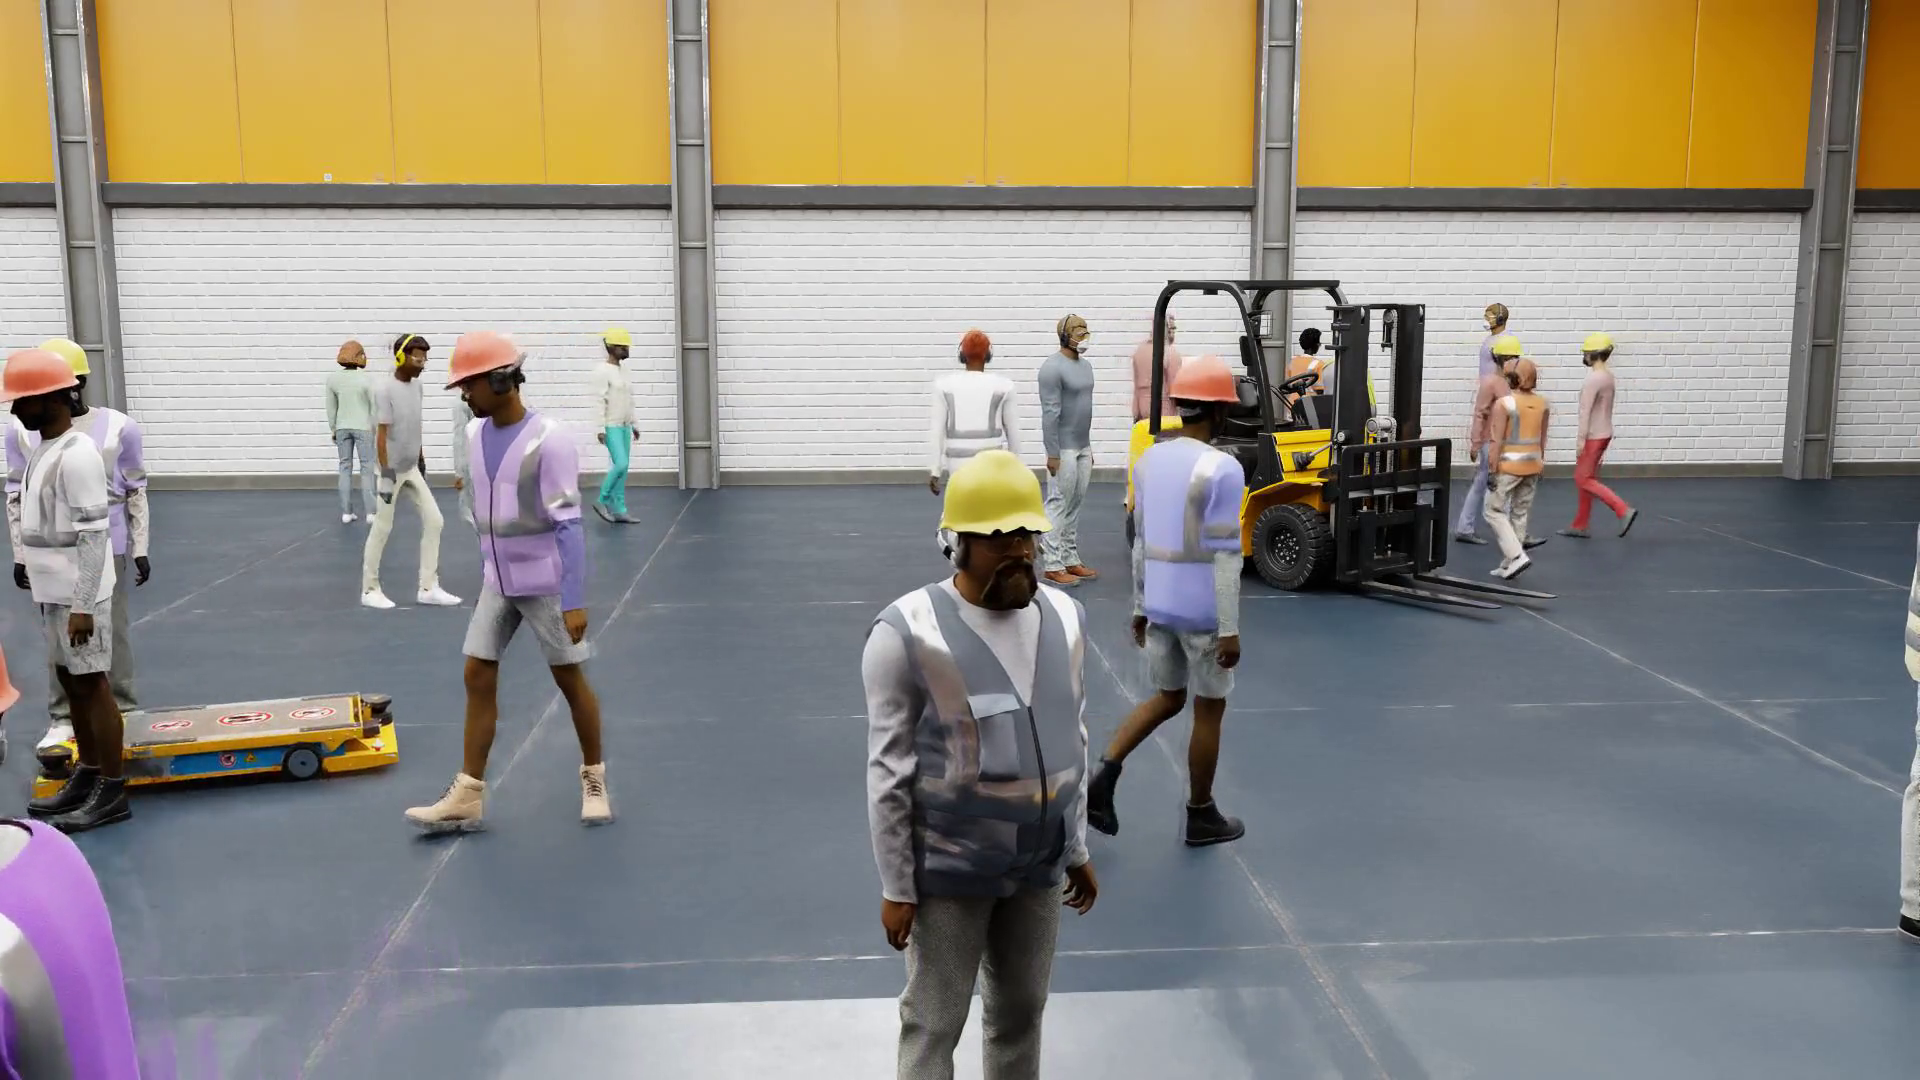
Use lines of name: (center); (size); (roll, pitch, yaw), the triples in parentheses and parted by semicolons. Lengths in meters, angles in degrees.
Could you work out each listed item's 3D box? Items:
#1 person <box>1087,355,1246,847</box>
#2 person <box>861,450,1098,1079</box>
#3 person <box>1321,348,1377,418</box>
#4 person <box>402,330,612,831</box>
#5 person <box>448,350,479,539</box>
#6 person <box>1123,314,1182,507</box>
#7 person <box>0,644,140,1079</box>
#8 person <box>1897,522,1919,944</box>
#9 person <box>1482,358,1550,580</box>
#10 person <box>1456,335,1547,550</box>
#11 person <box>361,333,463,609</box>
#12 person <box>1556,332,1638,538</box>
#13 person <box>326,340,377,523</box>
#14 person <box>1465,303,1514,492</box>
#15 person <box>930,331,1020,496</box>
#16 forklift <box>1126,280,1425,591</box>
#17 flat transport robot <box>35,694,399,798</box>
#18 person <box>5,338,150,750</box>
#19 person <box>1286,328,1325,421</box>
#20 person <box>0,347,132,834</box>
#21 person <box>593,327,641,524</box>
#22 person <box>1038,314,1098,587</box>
person: (0.801, 0.260, 6.329); (0.653, 1.921, 0.554); (-6, 11, -33)
person: (0.071, 0.710, 3.752); (0.587, 1.834, 0.403); (-6, 11, -34)
person: (3.149, -0.840, 13.457); (0.429, 1.845, 0.621); (5, 11, 31)
person: (-1.758, 0.187, 6.529); (0.704, 1.990, 0.844); (6, 11, 32)
person: (-3.340, -0.512, 11.812); (0.492, 1.709, 0.553); (7, 11, 37)
person: (1.913, -1.209, 15.738); (0.969, 1.859, 0.658); (-4, 10, -25)
person: (-1.227, 0.966, 1.971); (1.014, 1.879, 0.571); (-2, 9, -14)
person: (3.345, 0.435, 5.475); (0.589, 1.835, 0.404); (-9, 12, -43)
person: (3.991, -0.493, 11.943); (0.535, 1.630, 0.499); (-4, 10, -23)
person: (4.404, -0.773, 13.393); (0.896, 1.724, 0.542); (8, 12, 41)
person: (-3.662, -0.450, 11.044); (0.801, 1.823, 0.677); (2, 9, 15)
person: (5.335, -0.855, 13.842); (0.626, 1.744, 0.533); (7, 12, 39)
person: (-5.413, -0.966, 14.897); (0.501, 1.633, 0.286); (2, 9, 10)
person: (5.371, -1.408, 16.716); (0.371, 1.941, 0.627); (0, 9, -3)
person: (0.112, -0.508, 11.398); (0.597, 1.827, 1.008); (1, 9, 6)
forklift: (2.301, -0.860, 12.475); (1.214, 2.155, 2.313); (-6, 11, -35)
flat transport robot: (-3.283, 0.901, 7.441); (1.431, 0.197, 0.652); (-3, 10, -21)
person: (-4.101, 0.026, 7.749); (0.594, 1.924, 0.382); (-2, 9, -15)
person: (3.492, -1.296, 16.807); (0.321, 1.689, 0.530); (-5, 10, -29)
person: (-3.580, 0.200, 6.641); (0.369, 1.933, 0.543); (-8, 12, -42)
person: (-3.023, -1.007, 14.740); (0.350, 1.753, 0.553); (3, 9, 18)
person: (0.785, -0.646, 11.932); (0.362, 1.939, 0.636); (5, 10, 29)
